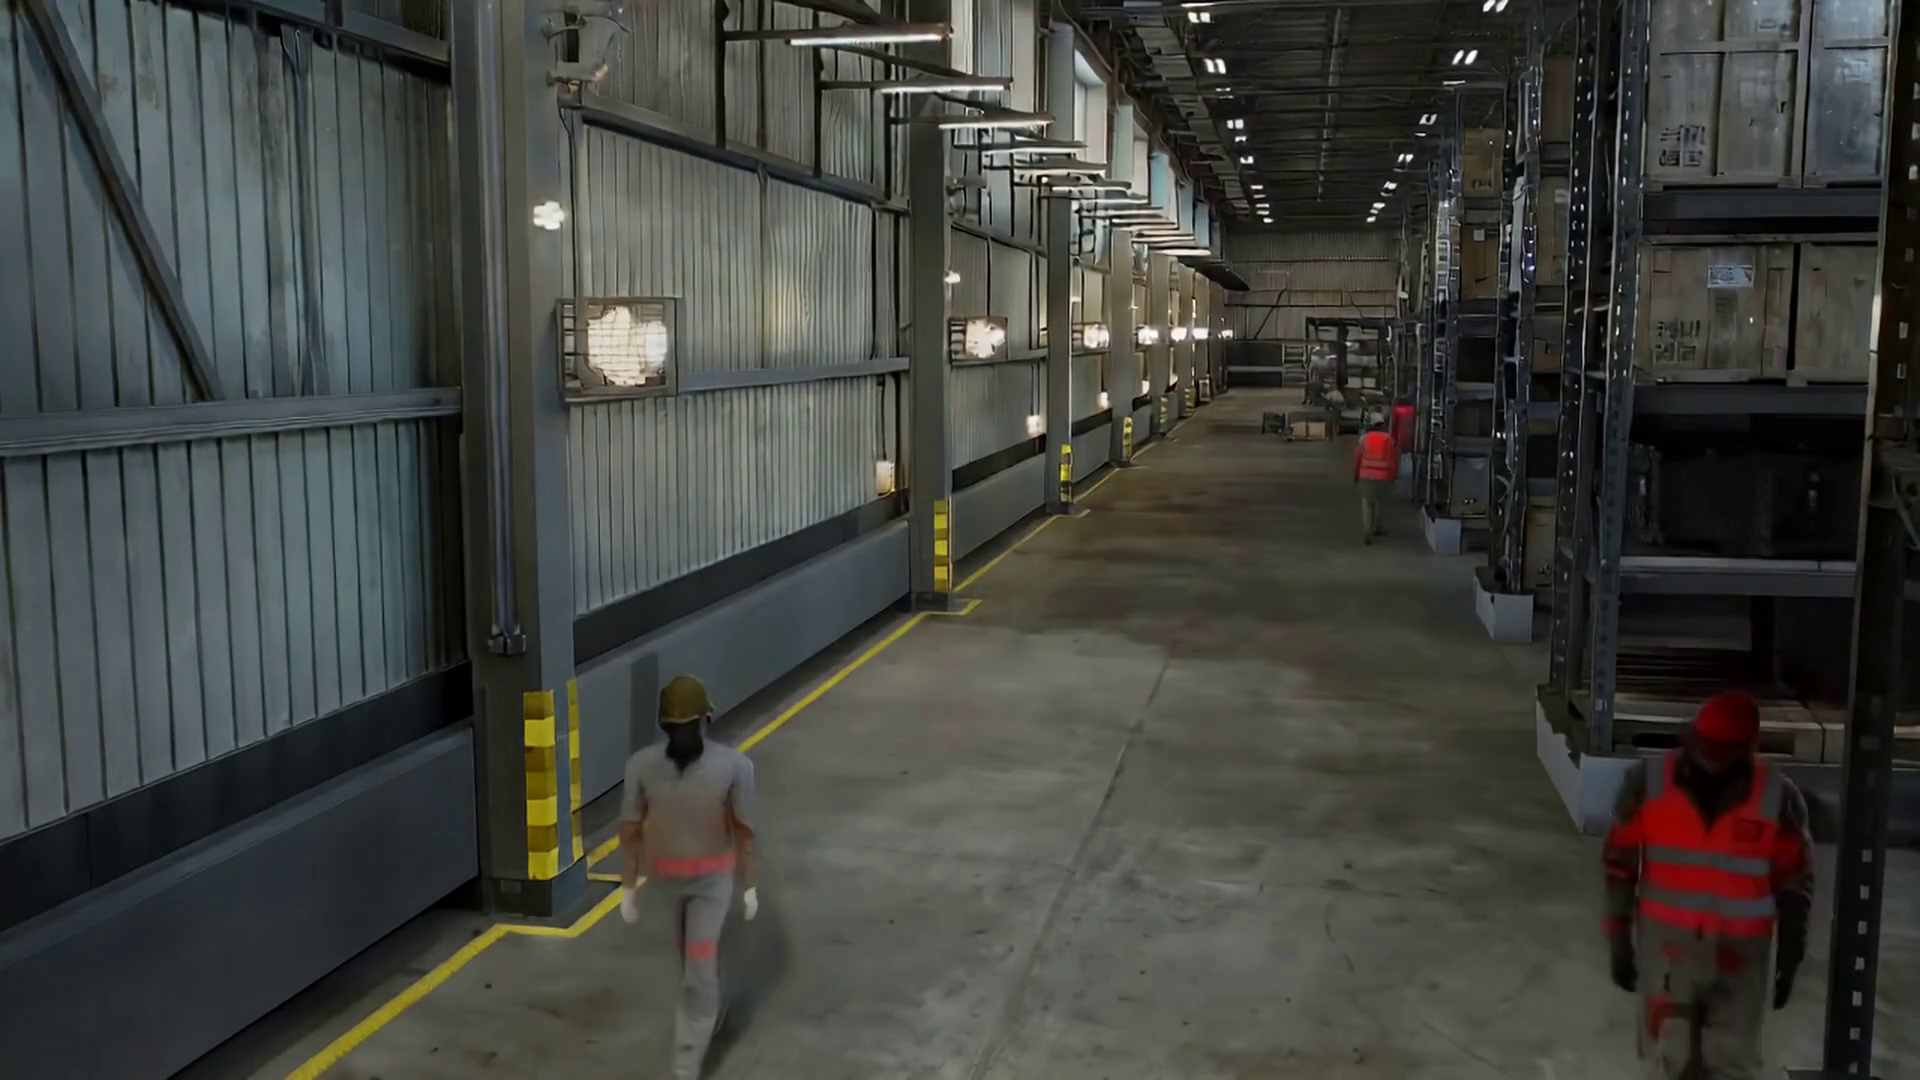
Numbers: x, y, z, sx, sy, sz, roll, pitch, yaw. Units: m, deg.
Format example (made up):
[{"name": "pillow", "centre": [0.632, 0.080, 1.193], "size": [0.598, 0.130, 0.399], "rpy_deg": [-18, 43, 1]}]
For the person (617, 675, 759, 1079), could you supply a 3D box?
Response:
[{"name": "person", "centre": [-1.129, 1.389, 6.922], "size": [0.575, 1.713, 0.908], "rpy_deg": [1, 7, 10]}]

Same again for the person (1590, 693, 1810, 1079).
[{"name": "person", "centre": [2.548, 1.449, 5.765], "size": [0.671, 1.884, 0.418], "rpy_deg": [4, 8, 29]}]

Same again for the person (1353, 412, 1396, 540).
[{"name": "person", "centre": [6.252, -0.977, 25.123], "size": [0.630, 1.890, 0.969], "rpy_deg": [2, 7, 12]}]

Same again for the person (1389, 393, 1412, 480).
[{"name": "person", "centre": [9.194, -2.156, 34.839], "size": [0.629, 1.827, 0.453], "rpy_deg": [-5, 9, -36]}]
